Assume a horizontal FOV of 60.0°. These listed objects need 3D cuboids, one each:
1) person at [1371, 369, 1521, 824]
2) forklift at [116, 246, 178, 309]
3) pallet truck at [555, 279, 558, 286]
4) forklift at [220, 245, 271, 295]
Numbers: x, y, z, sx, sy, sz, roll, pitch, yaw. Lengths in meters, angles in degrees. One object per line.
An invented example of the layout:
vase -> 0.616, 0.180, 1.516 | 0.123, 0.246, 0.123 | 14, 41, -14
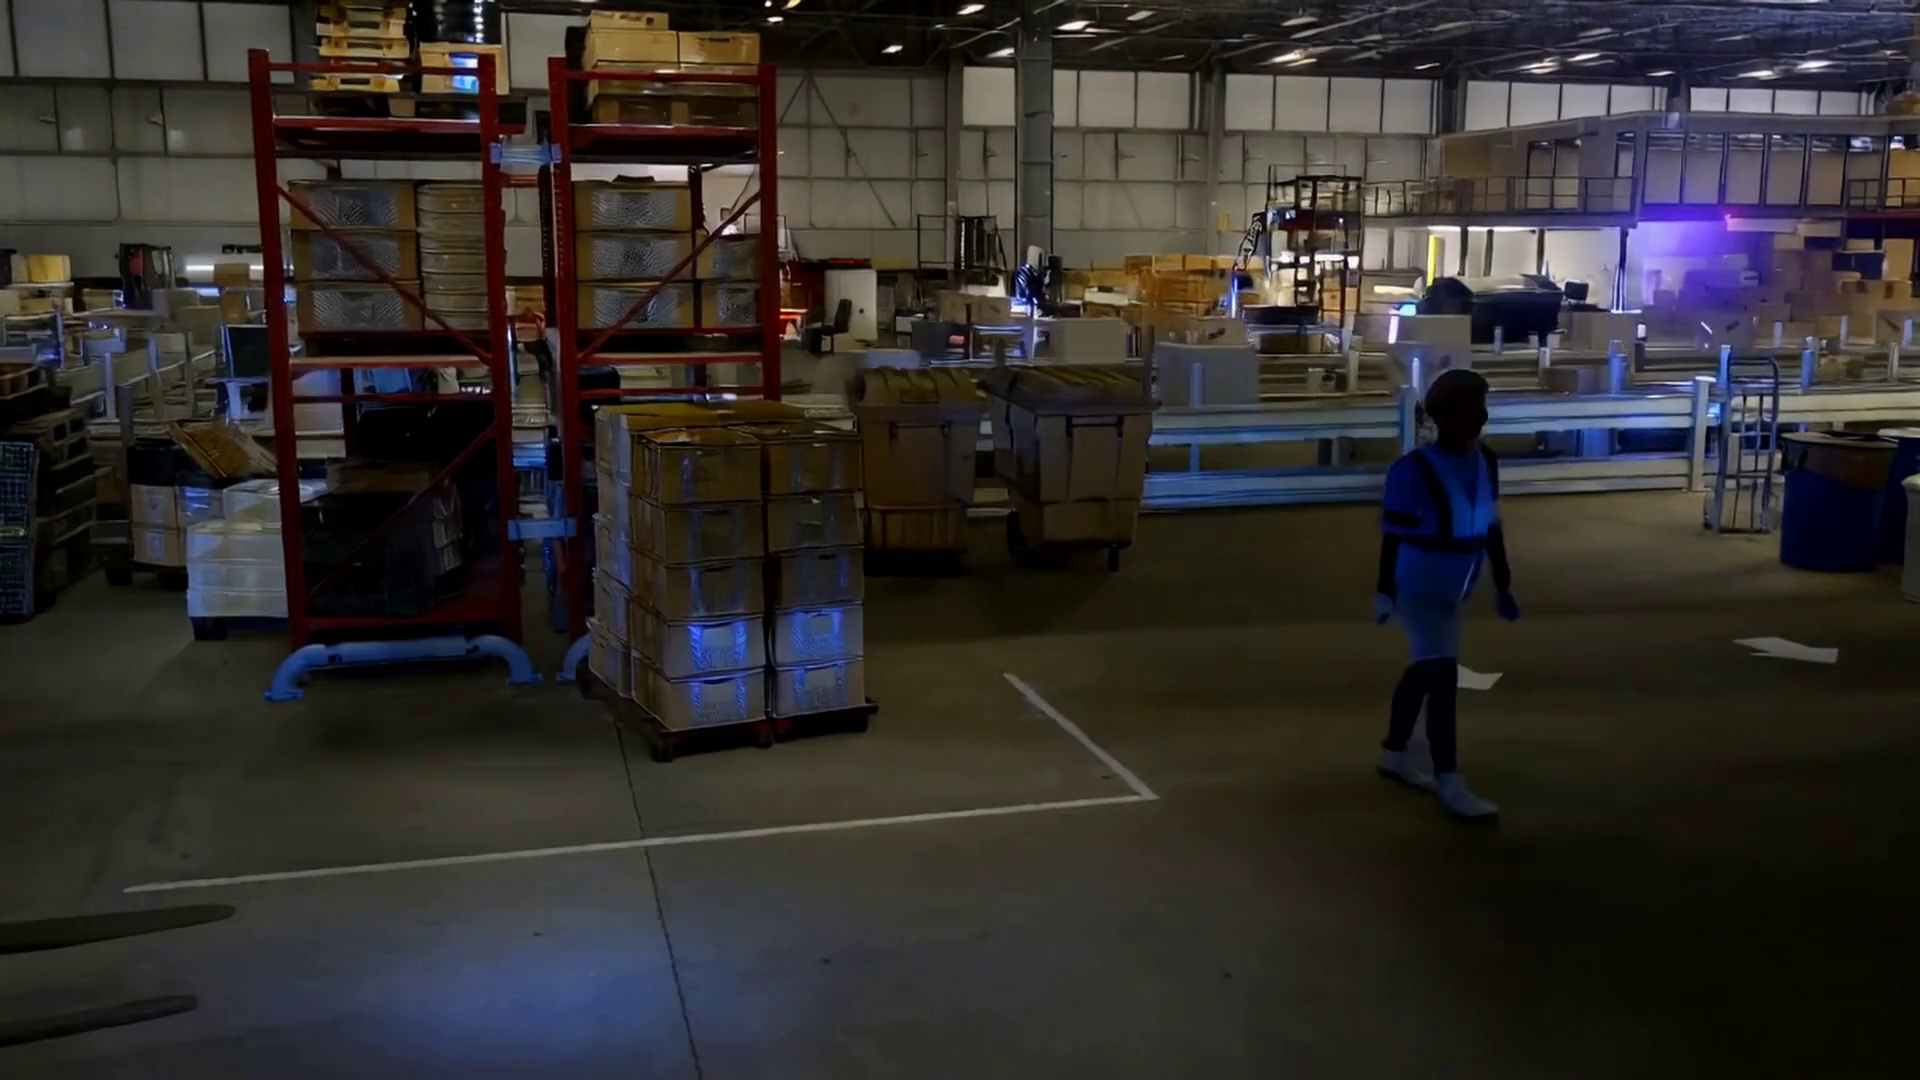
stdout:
person -> 1.862, 0.200, 6.240 | 0.544, 1.659, 0.789 | -7, 12, -36
forklift -> -19.966, -6.232, 40.894 | 1.157, 1.987, 2.680 | -3, 10, -15
pallet truck -> -10.604, -6.375, 44.520 | 0.653, 1.274, 1.630 | -3, 10, -15
forklift -> -17.749, -6.334, 41.440 | 1.157, 1.987, 2.680 | -3, 10, -17
